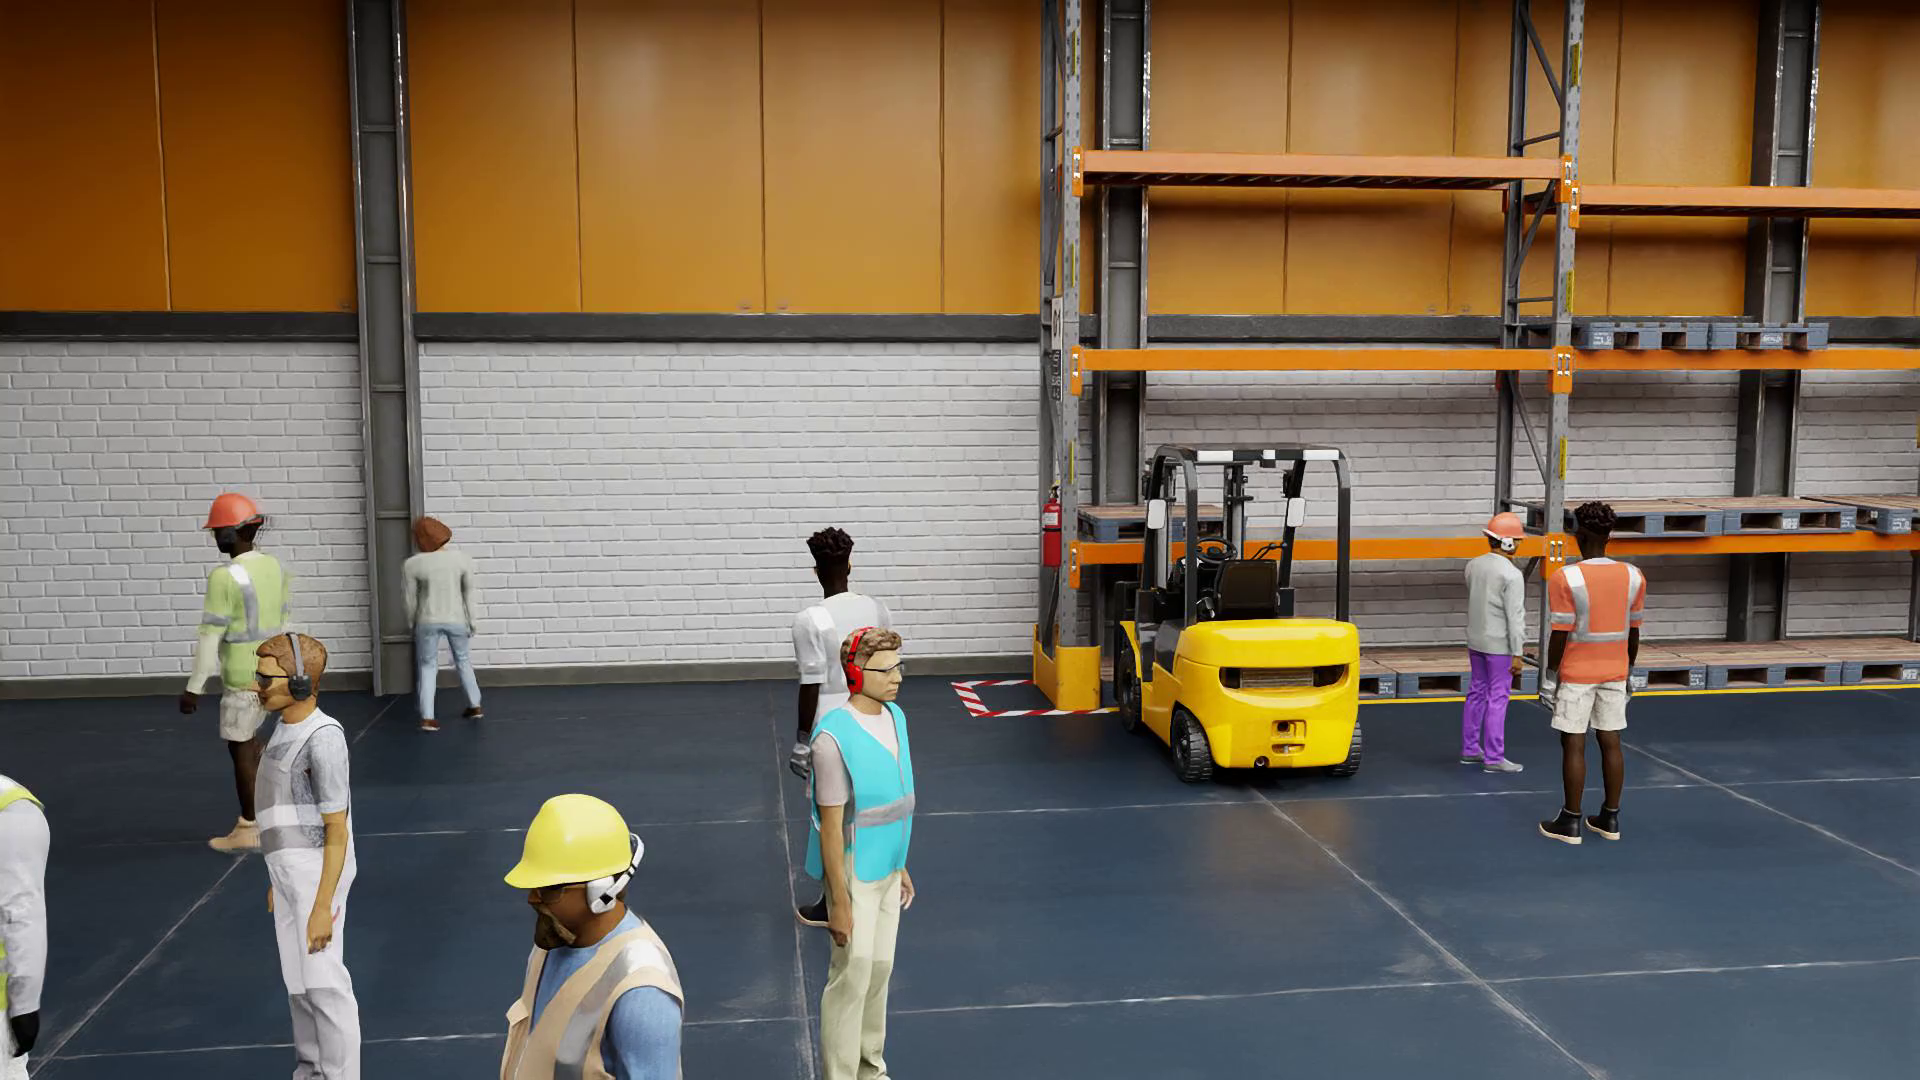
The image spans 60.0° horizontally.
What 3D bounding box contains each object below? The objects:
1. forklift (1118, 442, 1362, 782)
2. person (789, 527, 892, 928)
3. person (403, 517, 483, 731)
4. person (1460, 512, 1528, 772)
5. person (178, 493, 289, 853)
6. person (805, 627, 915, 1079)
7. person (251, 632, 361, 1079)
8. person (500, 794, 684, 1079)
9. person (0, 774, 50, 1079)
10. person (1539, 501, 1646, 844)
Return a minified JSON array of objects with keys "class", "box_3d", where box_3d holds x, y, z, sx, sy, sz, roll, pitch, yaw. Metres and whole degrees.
[{"class":"forklift","box_3d":[1.912,0.418,11.496,1.214,2.155,2.313,-1,7,-8]},{"class":"person","box_3d":[-0.591,0.915,8.148,0.374,1.962,0.608,6,9,42]},{"class":"person","box_3d":[-3.857,0.614,12.397,0.549,1.596,0.566,-3,7,-23]},{"class":"person","box_3d":[3.602,0.683,11.142,0.343,1.746,0.568,-2,7,-17]},{"class":"person","box_3d":[-4.013,0.751,9.280,0.436,2.033,0.632,1,7,6]},{"class":"person","box_3d":[-0.349,1.220,5.983,0.386,1.845,0.568,3,7,21]},{"class":"person","box_3d":[-2.317,1.234,5.865,0.346,1.846,0.507,-6,9,-41]},{"class":"person","box_3d":[-0.851,1.476,3.862,0.404,1.824,0.586,-4,8,-31]},{"class":"person","box_3d":[-3.003,1.352,4.913,0.633,1.832,0.429,1,7,8]},{"class":"person","box_3d":[3.609,0.755,9.534,0.612,1.965,0.362,-2,7,-16]}]
